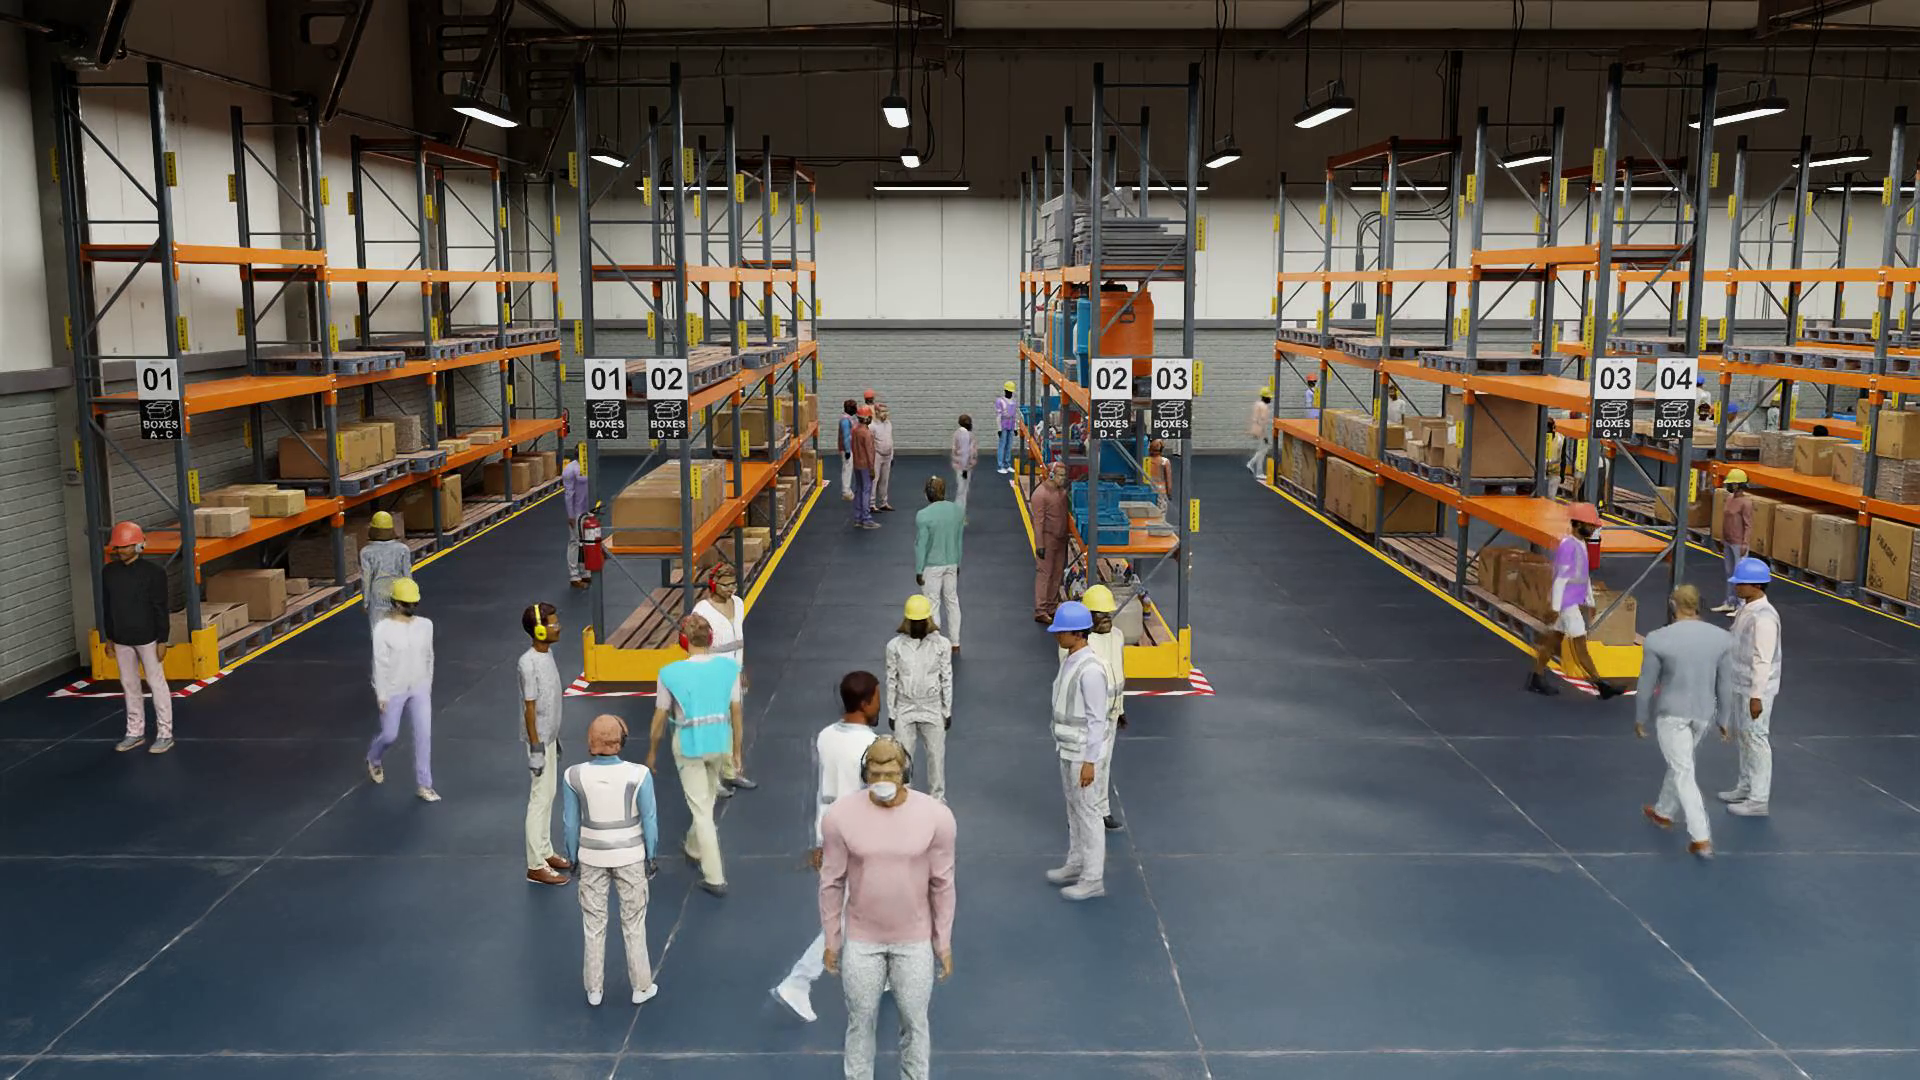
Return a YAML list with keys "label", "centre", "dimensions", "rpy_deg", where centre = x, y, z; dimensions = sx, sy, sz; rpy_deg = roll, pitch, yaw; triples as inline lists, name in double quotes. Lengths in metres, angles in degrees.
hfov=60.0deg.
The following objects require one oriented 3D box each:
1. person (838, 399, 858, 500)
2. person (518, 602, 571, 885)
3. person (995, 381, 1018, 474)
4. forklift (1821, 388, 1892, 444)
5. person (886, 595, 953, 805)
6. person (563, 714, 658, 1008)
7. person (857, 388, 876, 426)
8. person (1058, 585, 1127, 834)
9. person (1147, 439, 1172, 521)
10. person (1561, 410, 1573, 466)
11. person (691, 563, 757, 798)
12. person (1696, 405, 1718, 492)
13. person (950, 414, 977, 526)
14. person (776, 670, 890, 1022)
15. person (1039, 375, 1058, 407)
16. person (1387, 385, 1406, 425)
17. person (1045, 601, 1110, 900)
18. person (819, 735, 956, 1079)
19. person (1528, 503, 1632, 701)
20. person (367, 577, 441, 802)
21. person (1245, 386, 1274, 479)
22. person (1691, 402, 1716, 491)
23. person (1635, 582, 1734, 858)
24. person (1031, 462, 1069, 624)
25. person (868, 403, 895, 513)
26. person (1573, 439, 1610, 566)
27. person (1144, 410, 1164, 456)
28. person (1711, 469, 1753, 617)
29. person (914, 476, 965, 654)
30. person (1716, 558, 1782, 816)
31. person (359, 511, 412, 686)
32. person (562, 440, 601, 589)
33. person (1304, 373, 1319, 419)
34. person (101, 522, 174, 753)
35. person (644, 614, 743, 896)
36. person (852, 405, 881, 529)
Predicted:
- label: "person"
  centre: [-2.010, -1.650, 30.395]
  dimensions: [0.430, 1.843, 0.625]
  rpy_deg: [1, 9, 4]
- label: "person"
  centre: [-2.752, 1.339, 11.063]
  dimensions: [0.321, 1.876, 0.532]
  rpy_deg: [0, 9, 0]
- label: "person"
  centre: [0.990, -2.338, 34.585]
  dimensions: [0.382, 1.917, 0.585]
  rpy_deg: [8, 12, 41]
- label: "forklift"
  centre: [20.072, -3.110, 36.462]
  dimensions: [1.873, 2.768, 1.129]
  rpy_deg: [0, 9, 0]
- label: "person"
  centre: [-0.295, 1.249, 12.099]
  dimensions: [0.495, 1.734, 0.323]
  rpy_deg: [0, 9, -1]
- label: "person"
  centre: [-1.906, 1.758, 9.121]
  dimensions: [0.511, 1.640, 0.309]
  rpy_deg: [0, 9, -1]
- label: "person"
  centre: [-1.739, -1.985, 32.294]
  dimensions: [0.555, 1.921, 0.561]
  rpy_deg: [-4, 10, -25]
- label: "person"
  centre: [0.977, 1.223, 11.938]
  dimensions: [0.589, 1.834, 0.403]
  rpy_deg: [-7, 12, -40]
- label: "person"
  centre: [2.926, -0.682, 24.815]
  dimensions: [0.516, 1.641, 0.308]
  rpy_deg: [6, 11, 34]
- label: "person"
  centre: [12.446, -2.126, 34.125]
  dimensions: [0.279, 1.634, 0.497]
  rpy_deg: [8, 12, 42]
- label: "person"
  centre: [-1.863, 1.077, 12.893]
  dimensions: [0.406, 1.830, 0.580]
  rpy_deg: [5, 10, 29]
- label: "person"
  centre: [13.650, -1.587, 30.265]
  dimensions: [0.561, 1.753, 0.331]
  rpy_deg: [-6, 11, -33]
- label: "person"
  centre: [0.069, -1.148, 27.320]
  dimensions: [0.433, 1.809, 0.746]
  rpy_deg: [-2, 9, -10]
- label: "person"
  centre: [-0.615, 1.645, 9.081]
  dimensions: [0.917, 1.890, 0.606]
  rpy_deg: [-6, 10, -32]
- label: "person"
  centre: [1.953, -2.785, 37.205]
  dimensions: [0.382, 1.993, 0.622]
  rpy_deg: [-6, 10, -32]
- label: "person"
  centre: [8.973, -2.276, 34.380]
  dimensions: [0.336, 1.865, 0.519]
  rpy_deg: [-7, 12, -40]
- label: "person"
  centre: [0.759, 1.348, 10.778]
  dimensions: [0.408, 1.942, 0.616]
  rpy_deg: [-2, 9, -11]
- label: "person"
  centre: [-0.334, 1.835, 7.666]
  dimensions: [0.635, 1.937, 0.353]
  rpy_deg: [0, 9, 0]
- label: "person"
  centre: [5.935, 0.589, 15.819]
  dimensions: [0.997, 1.884, 0.552]
  rpy_deg: [5, 10, 30]
- label: "person"
  centre: [-4.332, 1.132, 12.858]
  dimensions: [0.524, 1.744, 0.731]
  rpy_deg: [-9, 12, -44]
- label: "person"
  centre: [6.087, -2.163, 33.526]
  dimensions: [0.450, 1.893, 0.610]
  rpy_deg: [0, 9, -2]
- label: "person"
  centre: [13.073, -1.502, 29.377]
  dimensions: [0.509, 1.865, 0.329]
  rpy_deg: [1, 9, 4]
- label: "person"
  centre: [5.098, 1.242, 11.696]
  dimensions: [0.632, 1.882, 1.056]
  rpy_deg: [-1, 9, -5]
- label: "person"
  centre: [1.091, 0.025, 19.467]
  dimensions: [0.401, 1.893, 0.654]
  rpy_deg: [6, 11, 34]
- label: "person"
  centre: [-1.368, -1.418, 28.734]
  dimensions: [0.399, 1.899, 0.647]
  rpy_deg: [7, 11, 38]
- label: "person"
  centre: [8.815, -0.539, 23.241]
  dimensions: [0.517, 1.843, 0.325]
  rpy_deg: [-1, 9, -7]
- label: "person"
  centre: [3.818, -2.169, 33.279]
  dimensions: [0.611, 1.985, 0.393]
  rpy_deg: [-3, 9, -21]
- label: "person"
  centre: [9.220, 0.034, 19.808]
  dimensions: [0.330, 1.767, 0.528]
  rpy_deg: [0, 9, -2]
- label: "person"
  centre: [-0.223, 0.285, 17.675]
  dimensions: [0.630, 1.933, 0.364]
  rpy_deg: [-7, 11, -38]
- label: "person"
  centre: [5.920, 1.091, 12.474]
  dimensions: [0.421, 1.940, 0.604]
  rpy_deg: [2, 9, 13]
- label: "person"
  centre: [-5.635, 0.583, 16.347]
  dimensions: [0.493, 1.742, 0.300]
  rpy_deg: [-5, 10, -31]
- label: "person"
  centre: [-4.911, -0.341, 21.677]
  dimensions: [0.375, 1.936, 0.627]
  rpy_deg: [4, 10, 25]
- label: "person"
  centre: [7.886, -2.784, 37.384]
  dimensions: [0.356, 1.937, 0.552]
  rpy_deg: [8, 12, 40]
- label: "person"
  centre: [-6.961, 0.823, 14.038]
  dimensions: [0.614, 1.987, 0.410]
  rpy_deg: [2, 9, 12]
- label: "person"
  centre: [-1.777, 1.382, 10.998]
  dimensions: [0.589, 1.799, 0.929]
  rpy_deg: [-6, 11, -36]
- label: "person"
  centre: [-1.535, -1.180, 26.878]
  dimensions: [0.375, 1.997, 0.612]
  rpy_deg: [-5, 10, -29]
